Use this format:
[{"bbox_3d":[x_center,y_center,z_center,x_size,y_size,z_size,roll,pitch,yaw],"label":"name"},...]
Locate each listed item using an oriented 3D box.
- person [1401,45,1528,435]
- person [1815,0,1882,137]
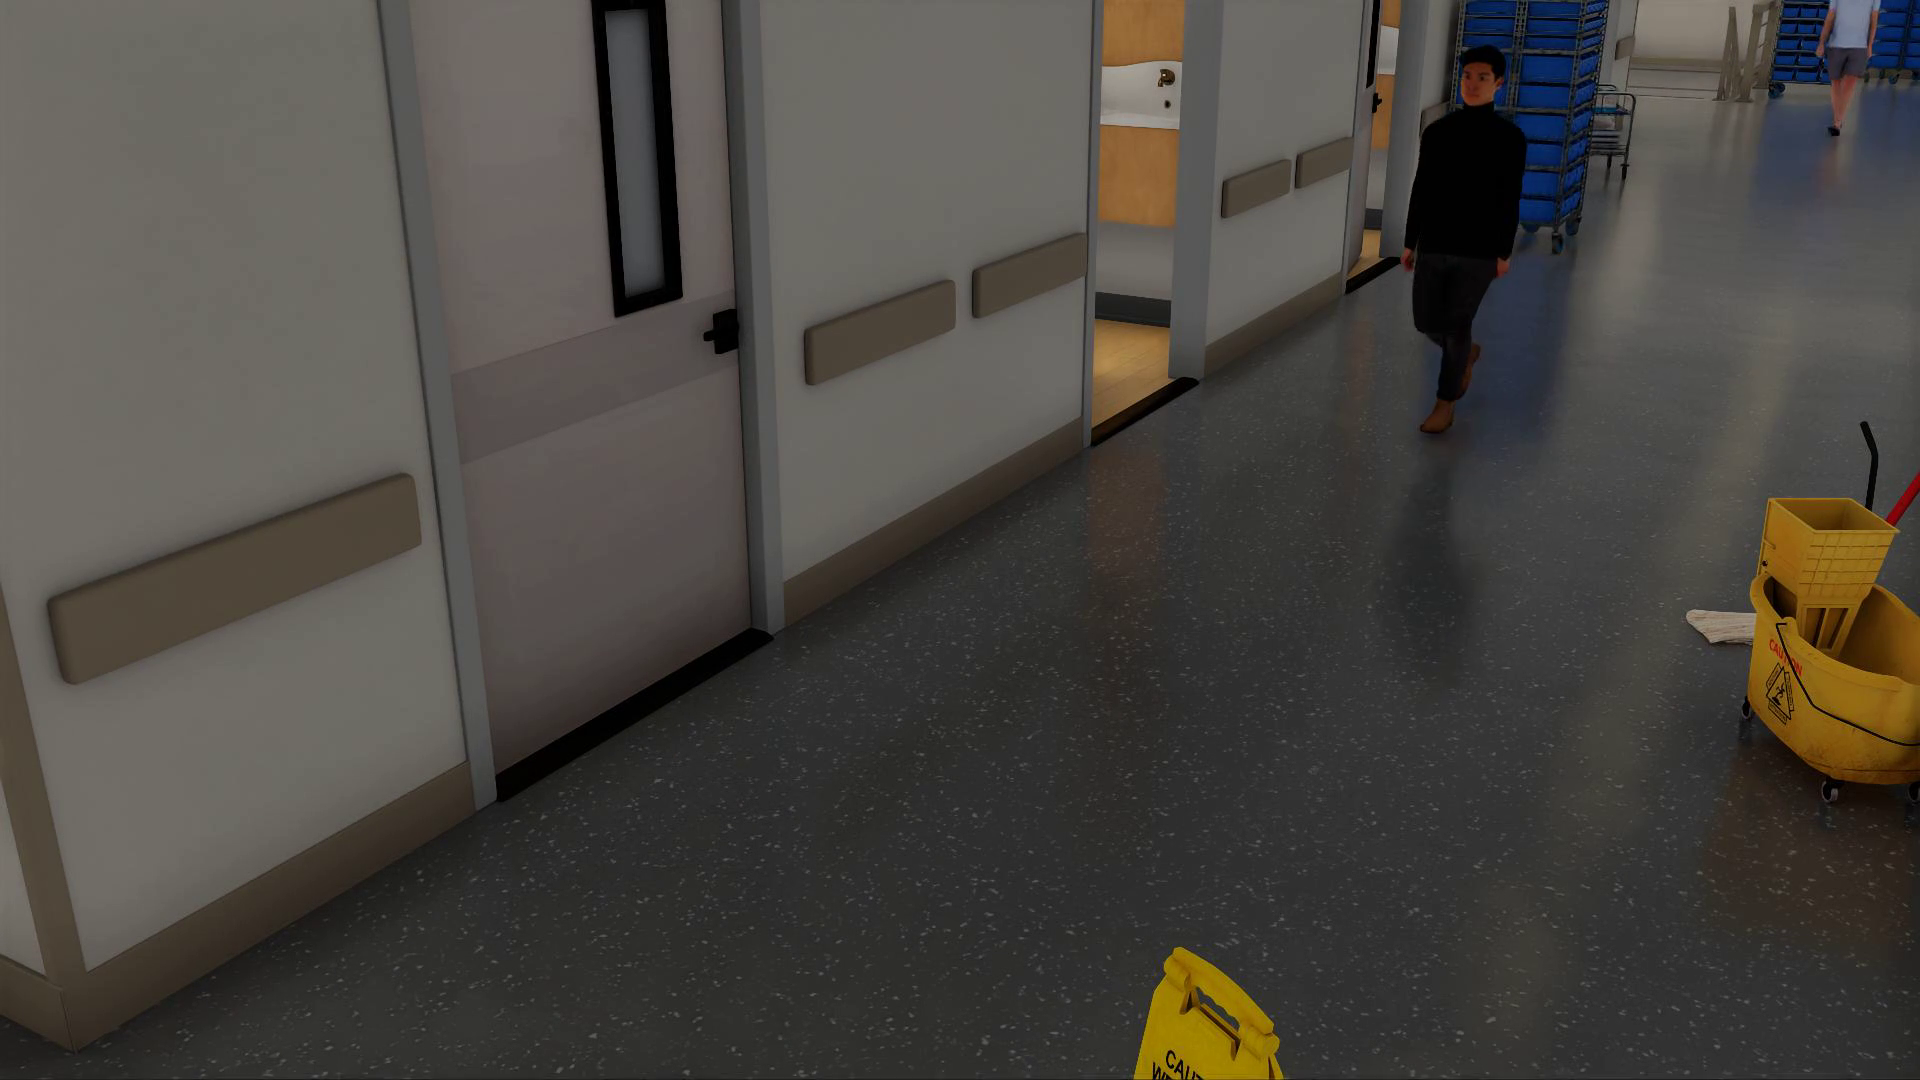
[{"bbox_3d":[2.302,-1.369,7.613,0.759,1.705,0.998,17,27,37],"label":"person"},{"bbox_3d":[9.381,-5.176,17.555,0.732,1.783,1.162,14,25,33],"label":"person"}]
